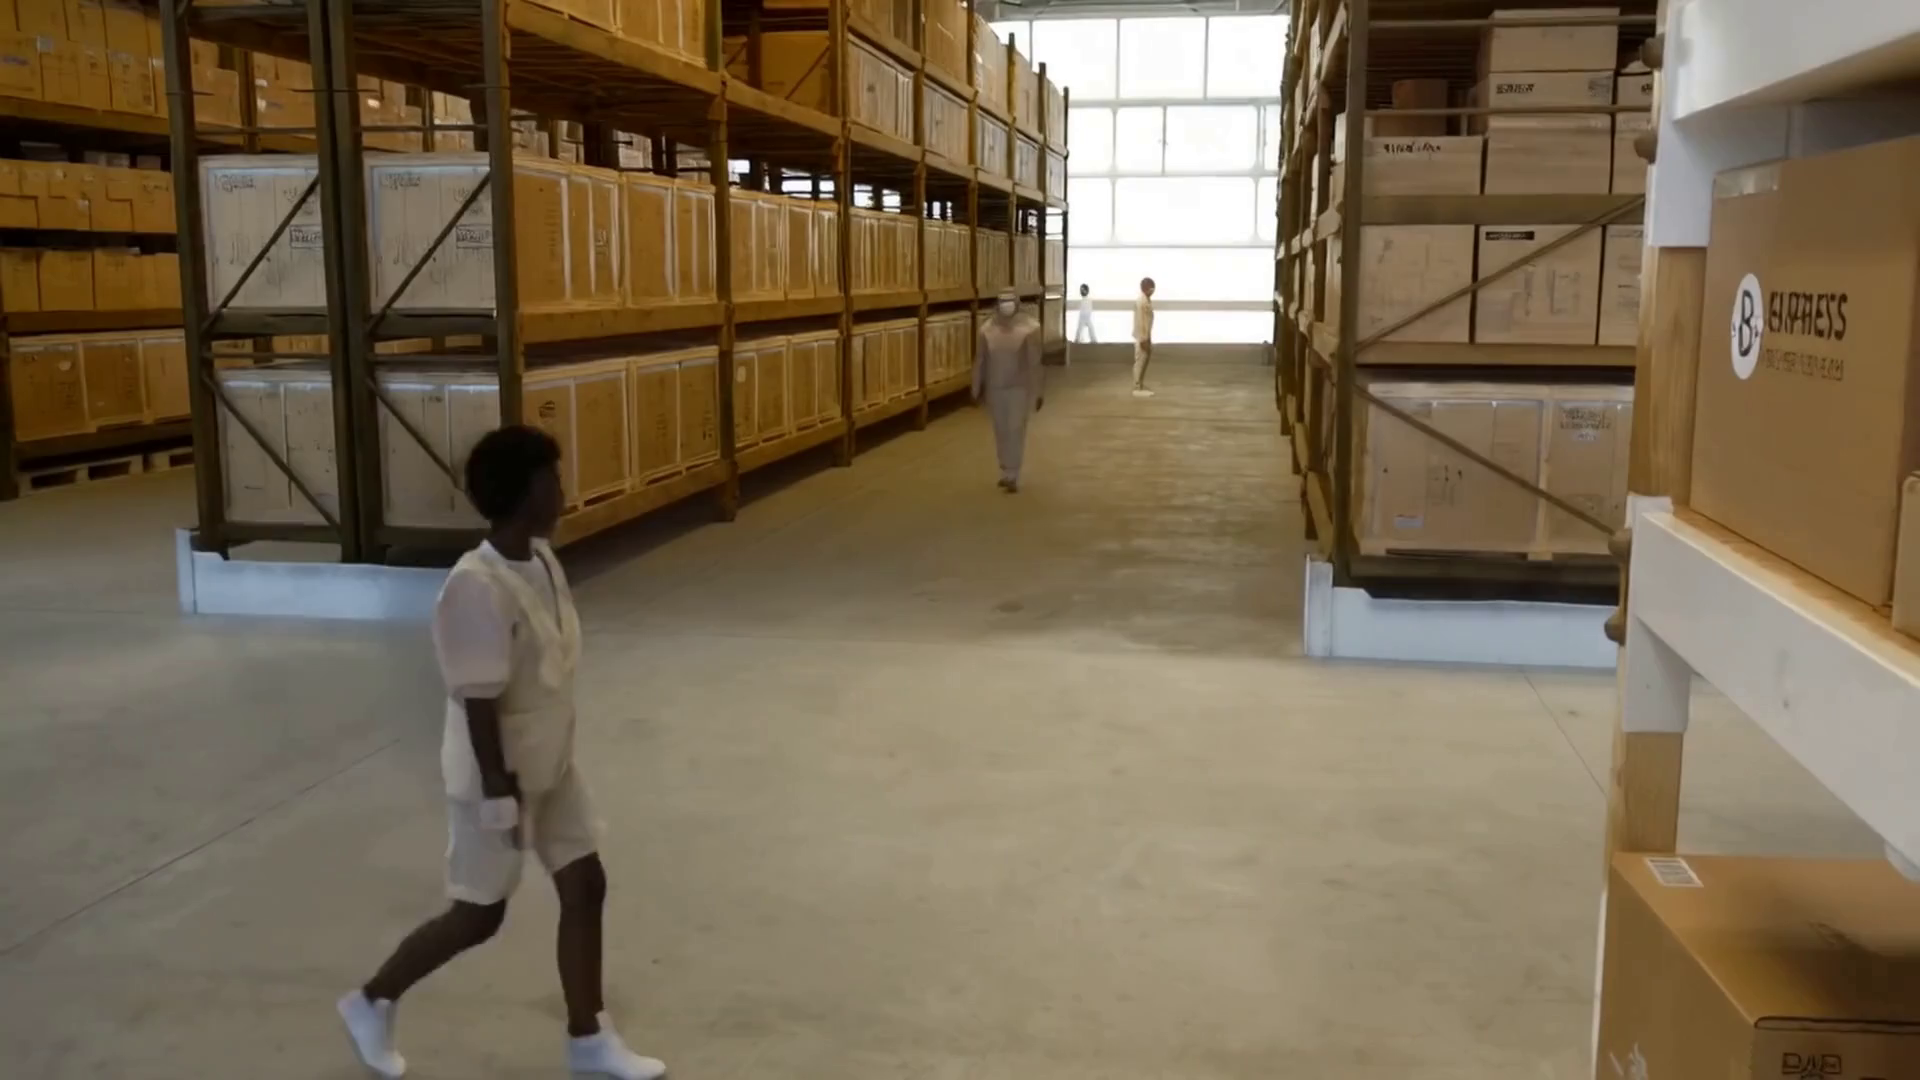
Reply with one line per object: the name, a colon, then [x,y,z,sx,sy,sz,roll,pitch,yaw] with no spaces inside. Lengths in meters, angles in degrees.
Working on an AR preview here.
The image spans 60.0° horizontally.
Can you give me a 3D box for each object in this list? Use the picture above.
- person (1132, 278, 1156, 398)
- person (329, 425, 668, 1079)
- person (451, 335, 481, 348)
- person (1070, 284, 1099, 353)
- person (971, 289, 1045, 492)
person: [2.970,-3.256,26.843,0.369,1.930,0.627,3,10,16]
person: [-1.149,0.545,4.039,0.749,1.672,0.530,2,9,11]
person: [-6.442,-2.350,21.823,0.494,1.720,0.588,6,11,32]
person: [3.091,-5.544,41.717,0.897,1.704,0.568,2,9,12]
person: [0.418,-1.374,15.380,0.674,1.855,0.988,3,10,16]
